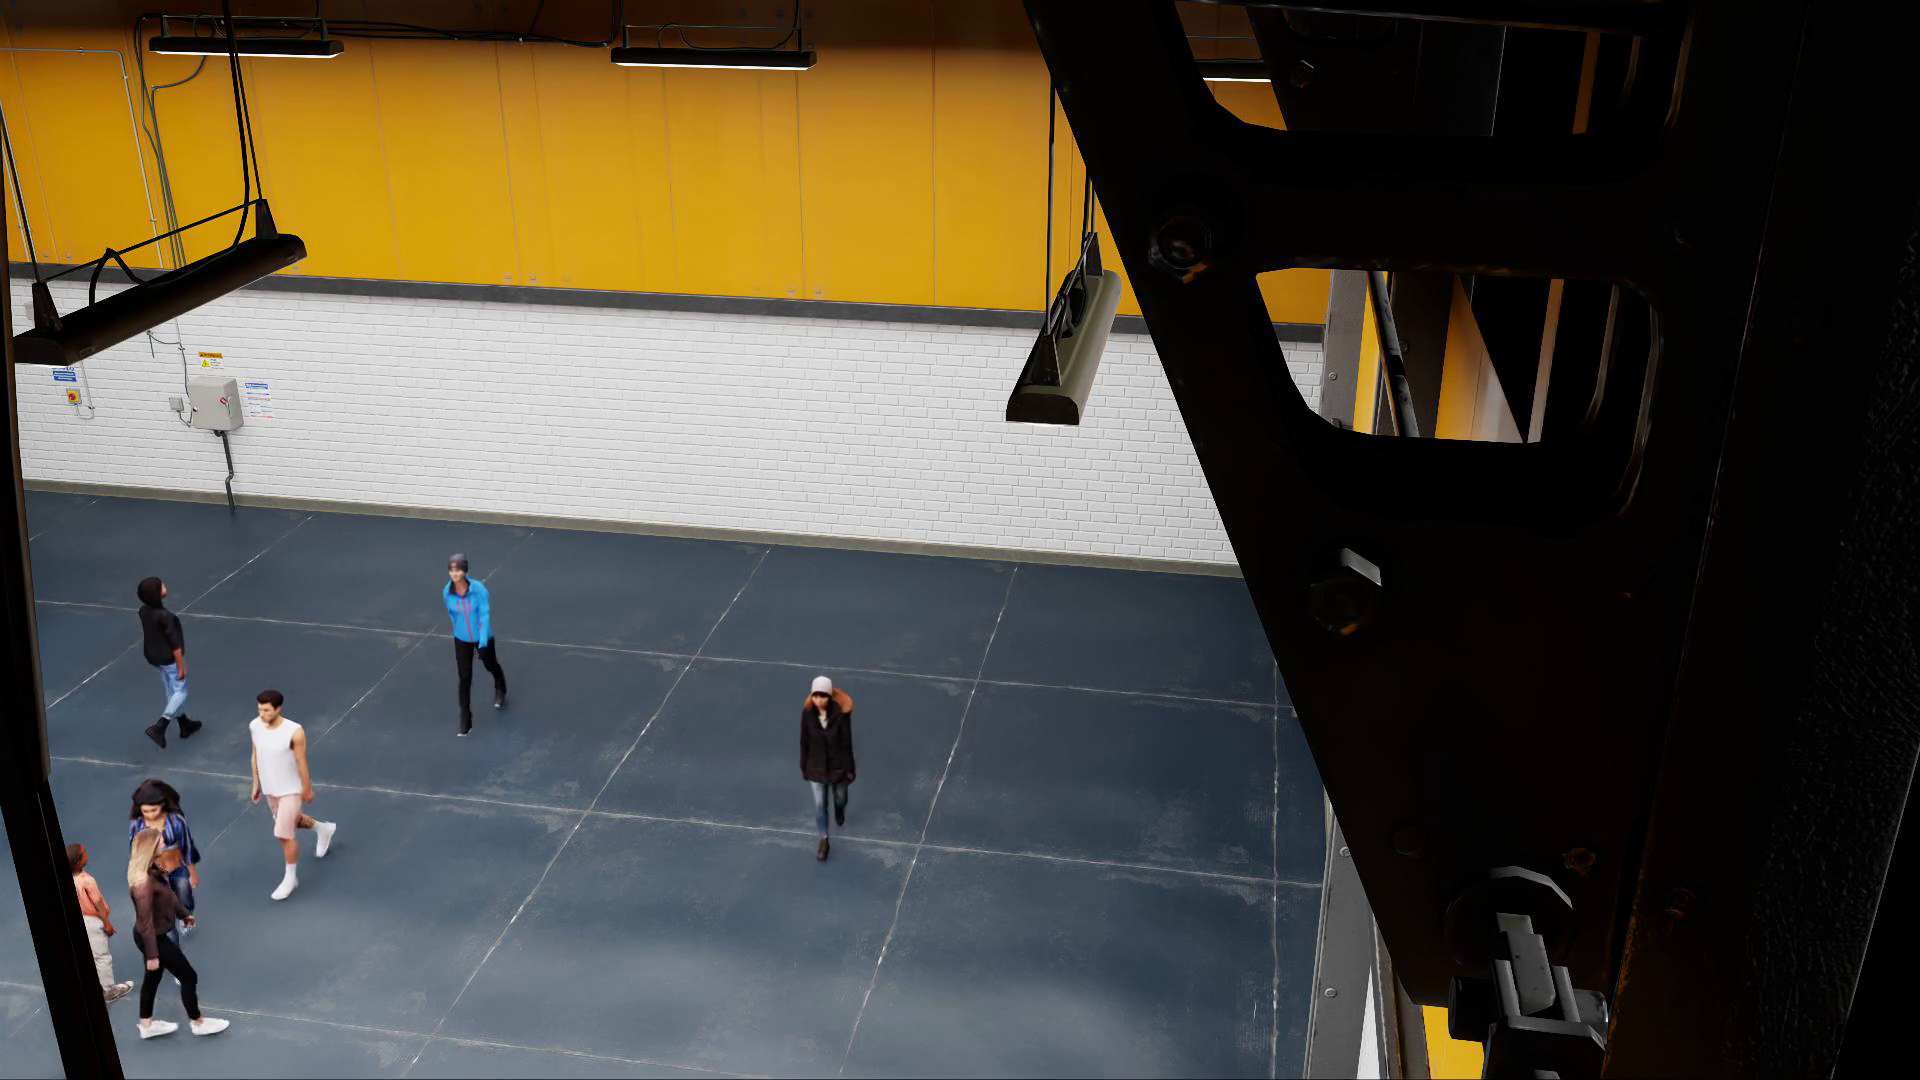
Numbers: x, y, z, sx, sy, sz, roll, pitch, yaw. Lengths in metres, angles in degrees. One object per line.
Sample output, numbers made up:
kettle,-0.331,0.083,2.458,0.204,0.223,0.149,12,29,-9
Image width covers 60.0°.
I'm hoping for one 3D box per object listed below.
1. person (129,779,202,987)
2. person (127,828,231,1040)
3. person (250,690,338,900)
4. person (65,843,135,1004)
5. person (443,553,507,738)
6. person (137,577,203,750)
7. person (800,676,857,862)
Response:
person,-5.956,2.485,12.553,0.987,1.591,1.161,-9,25,-20
person,-5.742,2.818,11.689,0.930,1.672,0.906,-10,26,-22
person,-5.436,1.970,13.523,0.822,1.758,1.164,10,26,22
person,-6.401,2.798,12.187,0.509,1.310,0.483,6,24,15
person,-4.596,0.932,15.913,0.690,1.744,1.206,2,24,5
person,-7.427,1.171,15.447,0.672,1.680,0.961,9,25,20
person,-1.094,1.859,13.947,0.688,1.621,0.869,1,24,2
